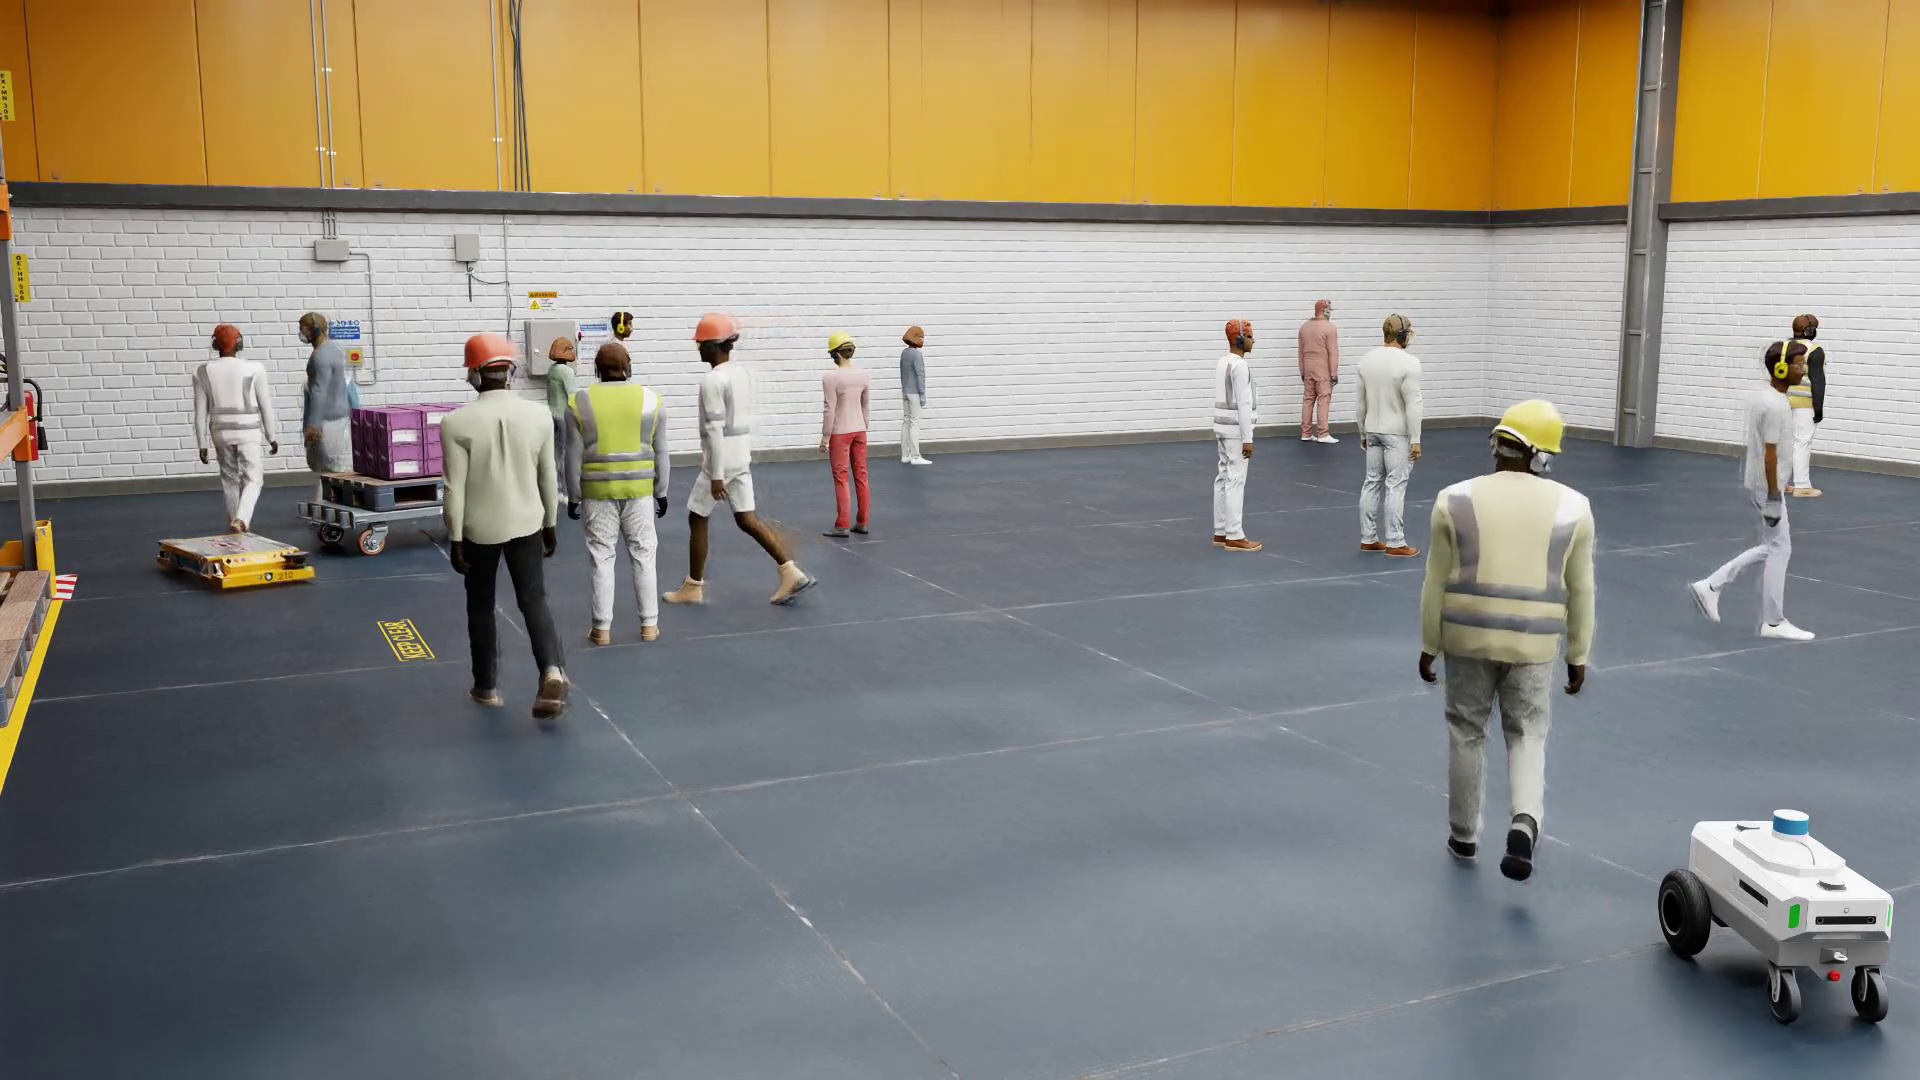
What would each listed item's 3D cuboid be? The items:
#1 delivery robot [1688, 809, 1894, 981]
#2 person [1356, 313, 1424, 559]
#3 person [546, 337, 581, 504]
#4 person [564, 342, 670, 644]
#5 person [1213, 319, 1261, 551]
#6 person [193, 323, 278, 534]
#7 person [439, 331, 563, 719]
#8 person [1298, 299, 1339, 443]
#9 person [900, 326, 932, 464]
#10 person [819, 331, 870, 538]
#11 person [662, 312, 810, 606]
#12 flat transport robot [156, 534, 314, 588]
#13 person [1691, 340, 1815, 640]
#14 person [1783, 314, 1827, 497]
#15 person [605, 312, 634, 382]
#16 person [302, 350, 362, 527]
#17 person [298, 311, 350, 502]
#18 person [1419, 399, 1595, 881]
[{"bbox_3d":[2.616,1.100,5.268,0.477,0.478,0.707,0,9,-1],"label":"delivery robot"},{"bbox_3d":[3.411,-0.822,13.197,0.355,1.938,0.636,-6,11,-31],"label":"person"},{"bbox_3d":[-3.866,-1.169,16.286,0.277,1.636,0.507,-8,12,-39],"label":"person"},{"bbox_3d":[-2.093,-0.283,10.162,0.636,1.840,0.429,-3,10,-19],"label":"person"},{"bbox_3d":[2.254,-0.853,13.566,0.355,1.882,0.575,-2,9,-11],"label":"person"},{"bbox_3d":[-5.878,-0.822,13.455,0.591,1.865,0.793,-1,9,-8],"label":"person"},{"bbox_3d":[-2.305,-0.071,8.443,0.623,1.969,0.897,-6,11,-32],"label":"person"},{"bbox_3d":[4.794,-2.240,22.105,0.402,1.904,0.652,-6,11,-33],"label":"person"},{"bbox_3d":[-0.543,-1.707,19.637,0.287,1.633,0.497,-5,10,-28],"label":"person"},{"bbox_3d":[-0.991,-0.899,14.240,0.327,1.760,0.524,9,13,43],"label":"person"},{"bbox_3d":[-1.512,-0.528,11.210,0.997,2.009,0.620,3,10,17],"label":"person"},{"bbox_3d":[-5.432,0.136,12.417,0.652,0.197,1.431,-8,12,-42],"label":"flat transport robot"},{"bbox_3d":[4.968,-0.310,10.277,0.628,1.854,0.542,3,10,20],"label":"person"},{"bbox_3d":[8.500,-1.359,16.837,0.429,1.844,0.627,-3,10,-17],"label":"person"},{"bbox_3d":[-3.639,-1.518,17.841,0.559,1.844,0.545,-7,11,-36],"label":"person"},{"bbox_3d":[-5.618,-0.922,14.888,0.518,1.594,0.852,3,10,18],"label":"person"},{"bbox_3d":[-5.613,-1.054,14.685,0.469,1.920,0.661,-3,10,-19],"label":"person"},{"bbox_3d":[2.018,0.383,6.149,0.613,1.802,0.636,2,9,11],"label":"person"}]
